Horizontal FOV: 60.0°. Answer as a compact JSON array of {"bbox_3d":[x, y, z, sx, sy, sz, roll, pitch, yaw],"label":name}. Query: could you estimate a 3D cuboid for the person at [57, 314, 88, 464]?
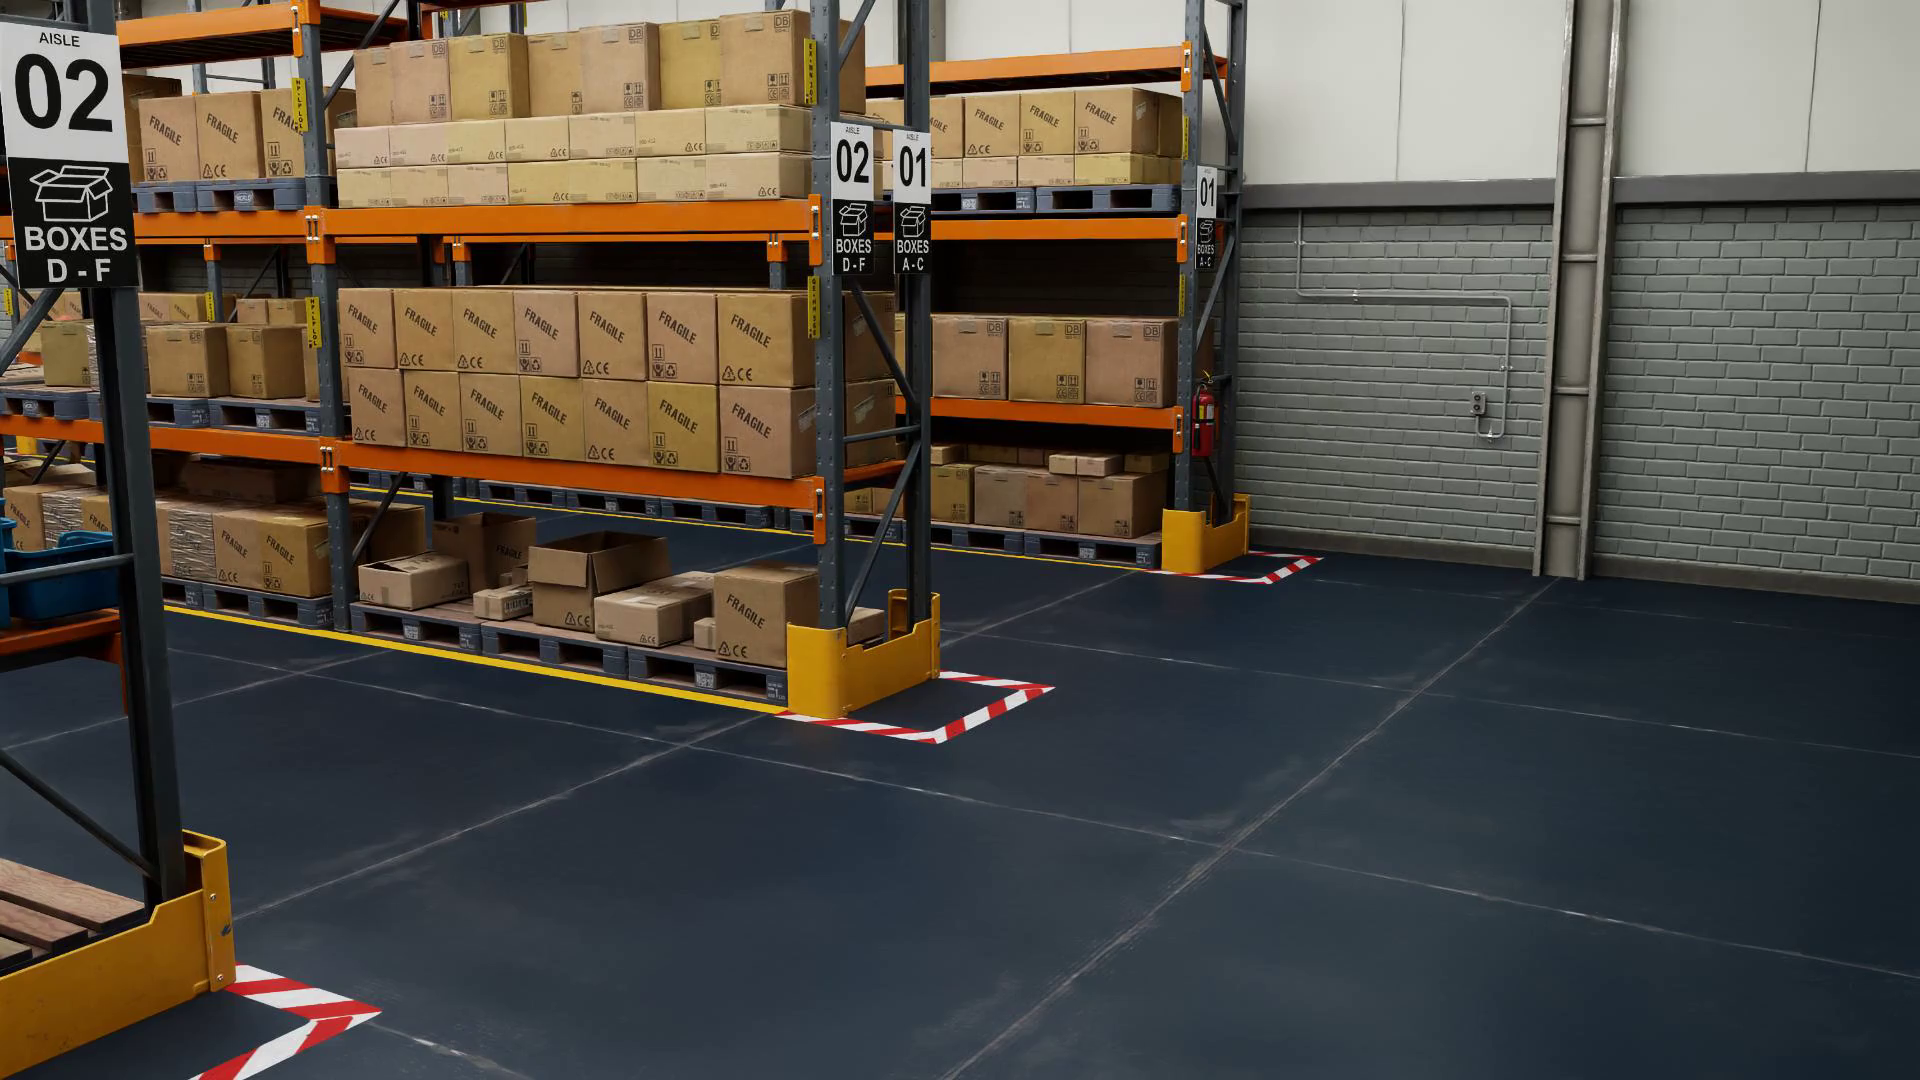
[{"bbox_3d":[-9.851,-1.549,18.421,0.828,1.909,0.547,8,12,39],"label":"person"}]
